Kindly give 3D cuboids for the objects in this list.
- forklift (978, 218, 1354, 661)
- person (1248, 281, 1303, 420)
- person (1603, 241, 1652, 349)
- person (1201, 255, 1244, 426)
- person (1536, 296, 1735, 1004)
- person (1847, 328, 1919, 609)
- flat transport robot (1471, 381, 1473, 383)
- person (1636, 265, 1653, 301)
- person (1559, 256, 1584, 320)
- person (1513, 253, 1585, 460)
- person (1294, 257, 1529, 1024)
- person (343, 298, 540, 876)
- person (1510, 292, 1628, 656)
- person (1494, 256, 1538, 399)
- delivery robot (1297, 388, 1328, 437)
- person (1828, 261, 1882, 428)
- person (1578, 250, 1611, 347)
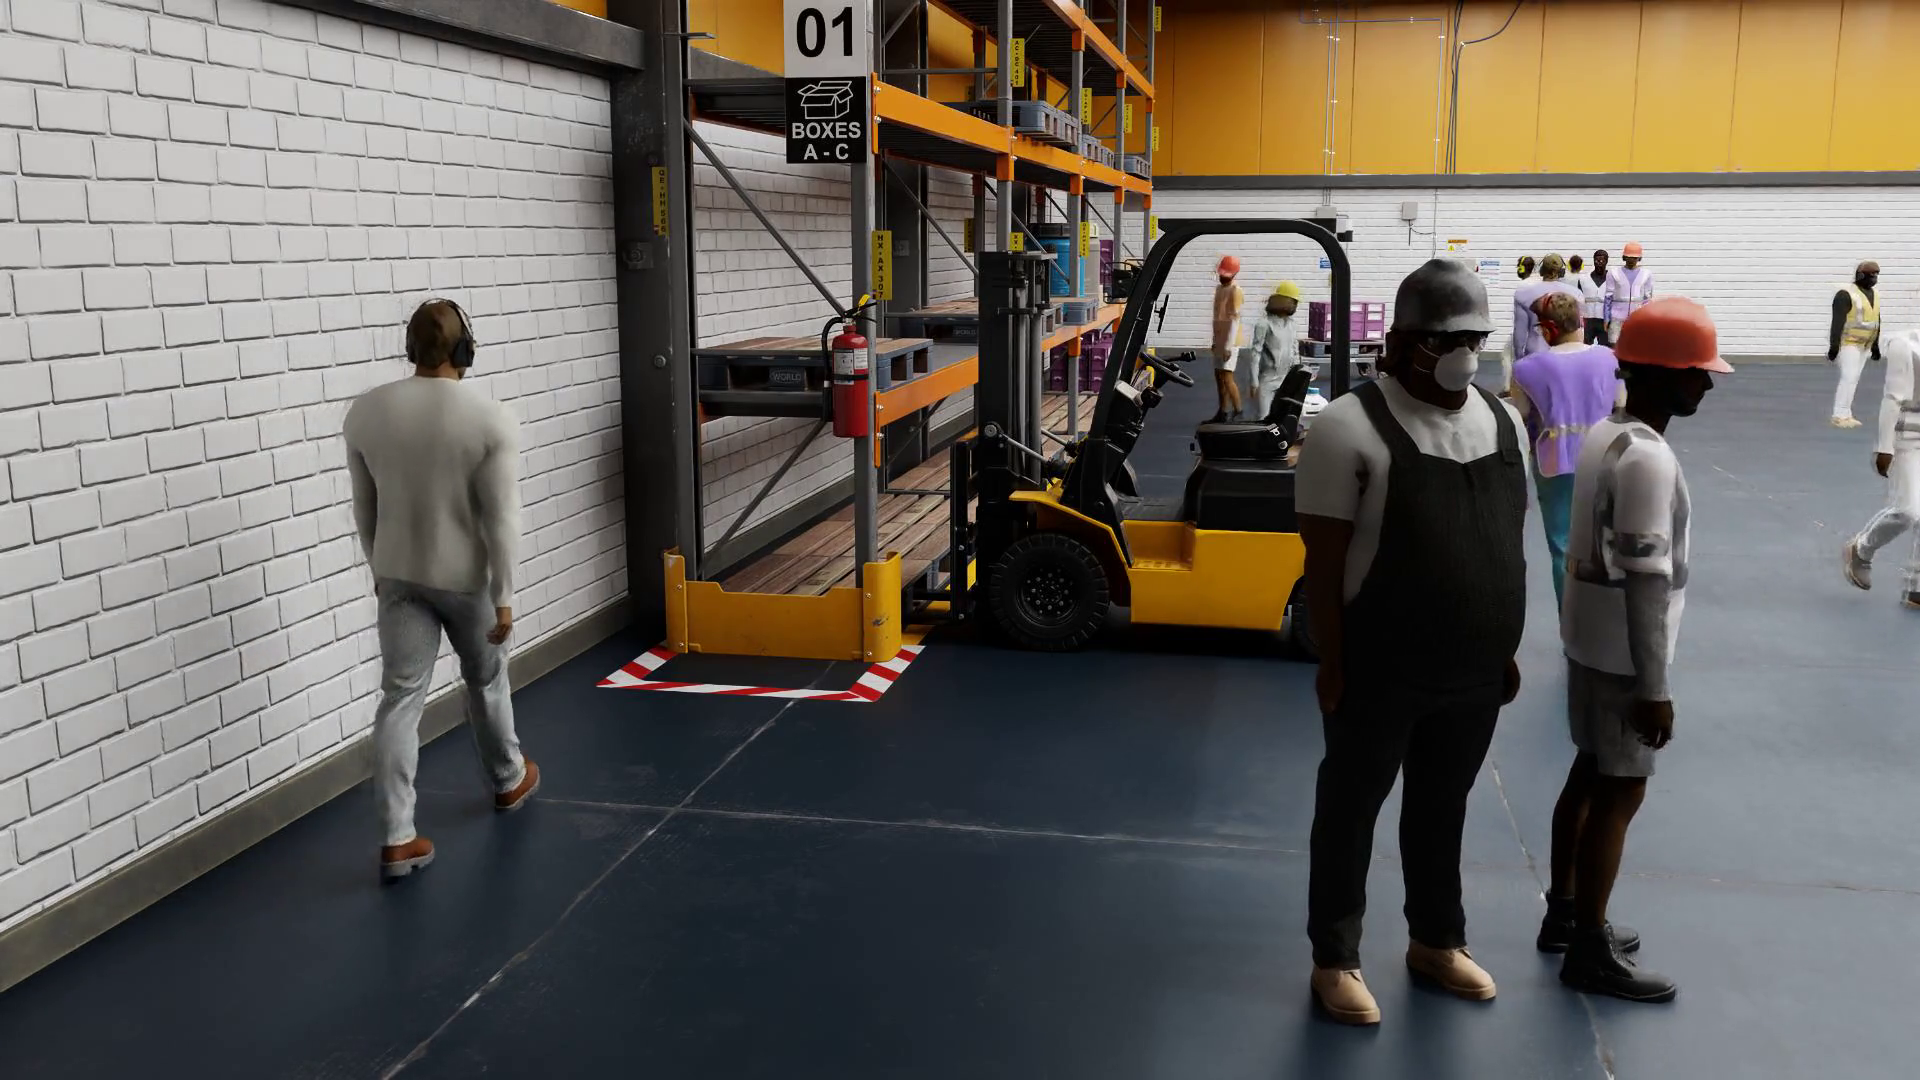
[{"bbox_3d":[1.285,-0.567,8.635,2.313,2.155,1.214,2,11,11],"label":"forklift"},{"bbox_3d":[2.715,-1.336,14.190,0.806,1.712,0.356,-7,13,-35],"label":"person"},{"bbox_3d":[8.935,-2.976,22.282,0.605,2.034,0.392,1,10,8],"label":"person"},{"bbox_3d":[2.919,-2.150,18.155,0.418,1.892,0.604,-1,10,-8],"label":"person"},{"bbox_3d":[1.870,0.301,4.616,0.385,1.928,0.575,1,10,8],"label":"person"},{"bbox_3d":[5.387,-0.536,9.347,0.605,1.869,0.569,-2,11,-11],"label":"person"},{"bbox_3d":[6.854,-2.334,23.594,0.652,0.197,1.431,2,11,10],"label":"flat transport robot"},{"bbox_3d":[10.918,-3.619,26.904,0.498,1.634,0.281,1,10,3],"label":"person"},{"bbox_3d":[9.168,-3.341,24.917,0.532,1.807,0.997,5,12,26],"label":"person"},{"bbox_3d":[5.501,-1.707,15.583,0.627,1.941,0.371,4,11,22],"label":"person"},{"bbox_3d":[1.257,0.272,4.457,0.676,2.000,0.536,-4,11,-19],"label":"person"},{"bbox_3d":[-1.764,0.131,5.666,0.646,1.892,1.015,1,10,5],"label":"person"},{"bbox_3d":[3.005,-0.314,8.270,0.609,1.816,0.566,1,10,3],"label":"person"},{"bbox_3d":[7.102,-2.687,21.209,0.548,1.844,0.719,-8,13,-36],"label":"person"},{"bbox_3d":[3.582,-1.298,16.864,0.477,0.478,0.707,1,11,8],"label":"delivery robot"},{"bbox_3d":[9.896,-2.140,18.313,0.636,1.824,0.521,-6,12,-28],"label":"person"},{"bbox_3d":[8.639,-2.965,22.539,0.596,1.916,0.372,6,12,28],"label":"person"}]
